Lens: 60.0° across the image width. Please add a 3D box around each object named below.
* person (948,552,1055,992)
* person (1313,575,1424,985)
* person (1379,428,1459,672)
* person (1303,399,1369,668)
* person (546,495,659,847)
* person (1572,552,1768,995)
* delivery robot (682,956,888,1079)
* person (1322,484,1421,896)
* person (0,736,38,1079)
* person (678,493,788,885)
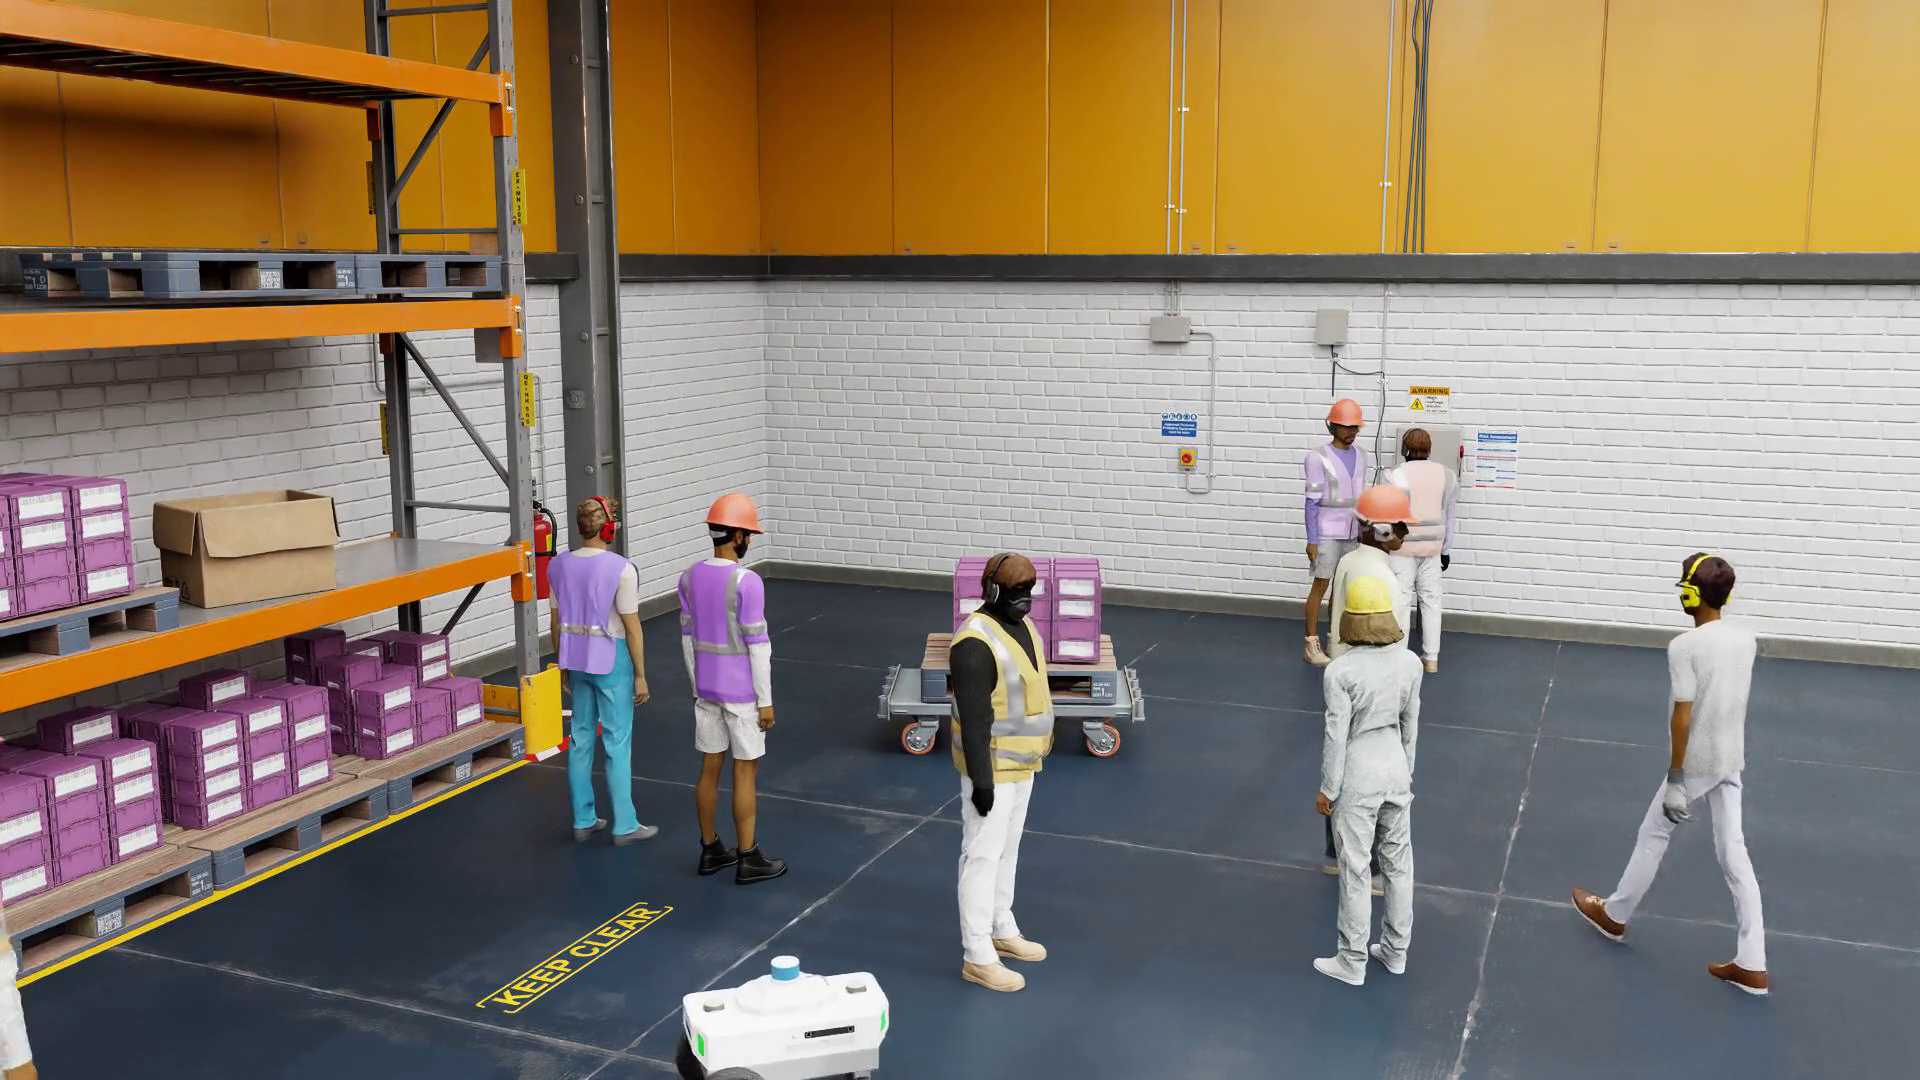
[{"bbox_3d":[0.187,0.960,7.083,0.430,1.841,0.624,4,10,23],"label":"person"},{"bbox_3d":[1.719,1.013,7.061,0.485,1.739,0.313,-4,10,-24],"label":"person"},{"bbox_3d":[3.369,0.082,12.388,0.633,1.841,0.429,-2,10,-12],"label":"person"},{"bbox_3d":[2.879,-0.055,12.614,0.614,2.039,0.394,-6,11,-33],"label":"person"},{"bbox_3d":[-1.892,0.690,8.698,0.563,1.844,0.388,5,10,26],"label":"person"},{"bbox_3d":[3.147,0.955,7.172,0.564,1.816,0.980,-4,10,-23],"label":"person"},{"bbox_3d":[-0.622,1.737,5.966,0.707,0.478,0.477,-3,10,-17],"label":"delivery robot"},{"bbox_3d":[2.003,0.716,8.086,0.401,1.990,0.622,-1,9,-7],"label":"person"},{"bbox_3d":[-2.839,1.353,4.518,0.555,1.909,0.826,7,11,34],"label":"person"},{"bbox_3d":[-1.118,0.730,8.204,0.543,1.928,0.372,7,12,36],"label":"person"}]
